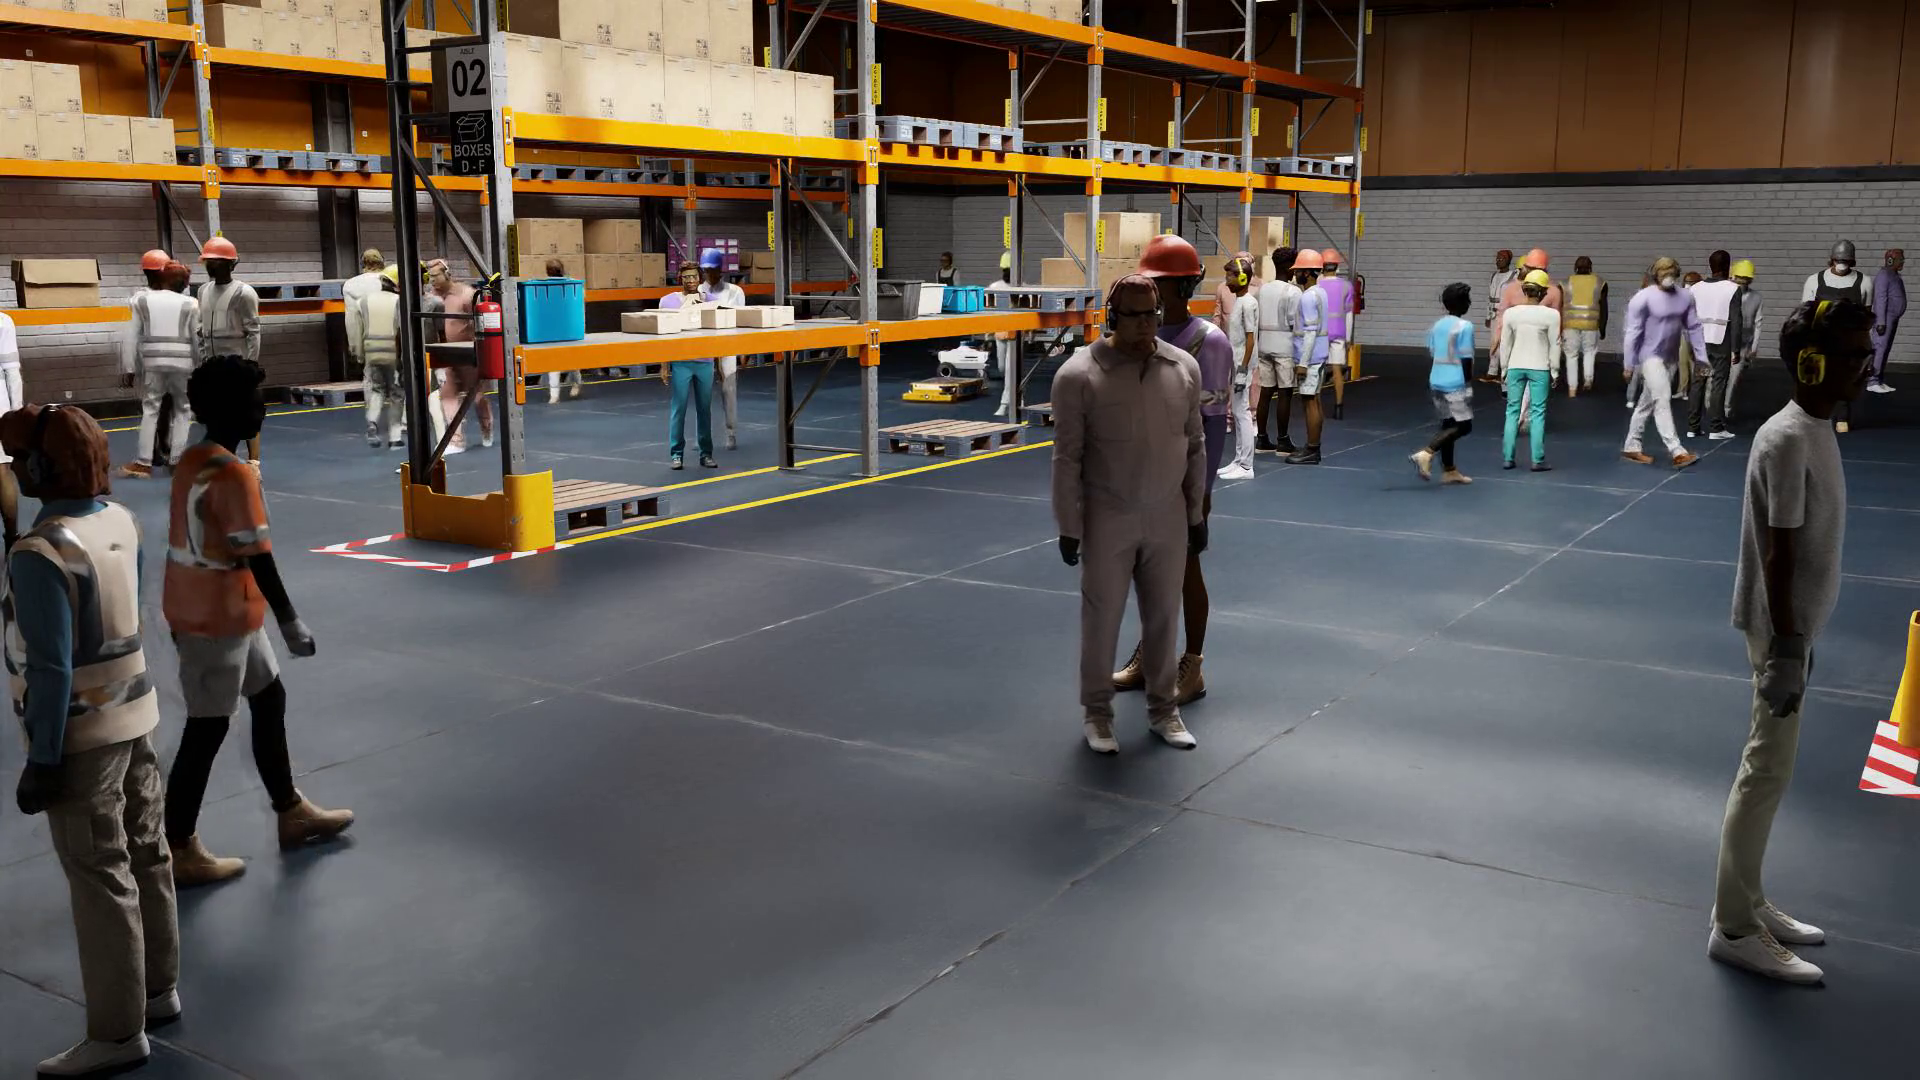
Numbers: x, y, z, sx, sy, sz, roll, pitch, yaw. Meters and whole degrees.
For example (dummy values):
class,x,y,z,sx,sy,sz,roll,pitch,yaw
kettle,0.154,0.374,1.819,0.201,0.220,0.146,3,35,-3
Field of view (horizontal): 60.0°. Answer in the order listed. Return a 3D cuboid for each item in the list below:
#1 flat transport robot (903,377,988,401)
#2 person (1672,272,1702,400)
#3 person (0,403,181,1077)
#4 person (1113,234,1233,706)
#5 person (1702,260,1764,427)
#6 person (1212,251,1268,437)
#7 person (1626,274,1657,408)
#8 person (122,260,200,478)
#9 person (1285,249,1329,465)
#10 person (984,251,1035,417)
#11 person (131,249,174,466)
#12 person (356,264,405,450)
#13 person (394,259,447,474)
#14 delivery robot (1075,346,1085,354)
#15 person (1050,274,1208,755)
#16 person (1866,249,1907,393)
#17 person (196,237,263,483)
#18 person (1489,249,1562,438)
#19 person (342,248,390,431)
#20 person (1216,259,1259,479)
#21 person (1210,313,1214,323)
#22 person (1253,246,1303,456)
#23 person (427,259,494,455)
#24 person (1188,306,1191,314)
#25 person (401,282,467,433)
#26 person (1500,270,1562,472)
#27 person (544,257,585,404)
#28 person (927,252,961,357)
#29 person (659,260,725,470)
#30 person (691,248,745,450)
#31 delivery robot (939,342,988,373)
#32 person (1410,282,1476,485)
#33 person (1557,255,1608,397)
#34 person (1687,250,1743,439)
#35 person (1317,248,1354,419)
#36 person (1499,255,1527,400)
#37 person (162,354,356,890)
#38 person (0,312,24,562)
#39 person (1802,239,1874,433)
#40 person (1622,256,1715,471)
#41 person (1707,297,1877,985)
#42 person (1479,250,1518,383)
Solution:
class,x,y,z,sx,sy,sz,roll,pitch,yaw
flat transport robot,-0.171,-1.942,21.297,0.652,0.197,1.431,4,11,19
person,9.278,-2.590,21.140,0.299,1.624,0.507,-3,11,-19
person,-2.127,0.483,4.063,0.310,1.642,0.514,-1,10,-4
person,0.899,-0.299,7.279,0.371,2.044,0.608,-7,13,-36
person,8.380,-2.127,18.060,0.608,1.810,0.426,2,10,11
person,2.899,-2.008,17.135,0.652,1.904,0.402,5,11,24
person,8.279,-2.391,20.042,0.498,1.626,0.288,6,12,31
person,-6.844,-1.463,14.255,0.727,1.852,0.433,-2,10,-11
person,3.137,-1.647,15.041,0.374,1.939,0.545,4,11,23
person,0.610,-2.409,19.389,0.593,1.903,0.865,6,12,30
person,-7.171,-1.633,14.968,0.372,1.934,0.551,0,10,-2
person,-5.494,-1.743,15.974,0.609,1.800,0.475,1,10,4
person,-4.674,-1.494,14.375,0.512,1.874,0.328,3,11,15
delivery robot,2.087,-2.800,25.006,0.707,0.478,0.477,-5,11,-25
person,0.679,-0.094,6.572,0.653,1.894,0.401,-4,11,-19
person,12.371,-2.916,22.162,0.403,1.906,0.651,9,14,41
person,-6.024,-1.454,13.670,0.607,2.048,0.369,4,11,20
person,5.863,-2.030,17.195,0.619,1.935,1.083,8,13,39
person,-6.177,-2.111,17.613,0.629,1.939,0.371,-5,11,-25
person,2.365,-1.445,14.130,0.329,1.865,0.512,0,10,2
person,3.897,-3.304,24.152,0.700,1.981,0.453,1,10,7
person,3.013,-1.776,15.675,0.361,1.964,0.617,-7,12,-33
person,-4.803,-1.771,15.994,0.706,1.860,0.905,3,11,14
person,1.308,-0.712,10.399,0.493,1.743,0.297,-6,12,-32
person,-5.640,-1.931,17.597,0.515,1.585,0.899,9,13,40
person,5.020,-1.486,14.635,0.533,1.765,0.330,8,13,39
person,-4.955,-2.605,20.700,0.659,1.818,0.598,1,10,6
person,-0.261,-4.050,28.732,0.513,1.809,0.898,5,11,27
person,-2.379,-1.549,14.752,0.570,1.843,0.373,-4,11,-23
person,-2.363,-1.827,16.013,0.614,1.945,0.404,0,10,0
delivery robot,0.054,-2.620,24.006,0.707,0.478,0.477,1,10,5
person,3.978,-1.264,13.596,0.544,1.684,0.546,-2,10,-12
person,8.023,-2.757,21.511,0.633,1.824,0.441,3,11,16
person,7.694,-1.991,16.995,0.392,1.922,0.593,-7,12,-33
person,4.172,-2.336,18.864,0.551,1.934,0.375,0,10,2
person,7.141,-2.698,21.159,0.590,1.833,0.404,-2,11,-13
person,-2.250,0.249,5.295,0.753,1.667,0.544,-7,12,-33
person,-6.150,-0.800,10.368,0.571,1.931,0.388,-7,12,-34
person,9.211,-2.144,17.513,0.676,2.000,0.536,5,11,25
person,6.265,-1.555,14.699,0.668,1.868,1.006,-5,11,-24
person,2.312,0.269,4.615,0.311,1.869,0.533,6,12,29
person,7.677,-3.160,23.578,0.355,1.883,0.572,-5,11,-25
